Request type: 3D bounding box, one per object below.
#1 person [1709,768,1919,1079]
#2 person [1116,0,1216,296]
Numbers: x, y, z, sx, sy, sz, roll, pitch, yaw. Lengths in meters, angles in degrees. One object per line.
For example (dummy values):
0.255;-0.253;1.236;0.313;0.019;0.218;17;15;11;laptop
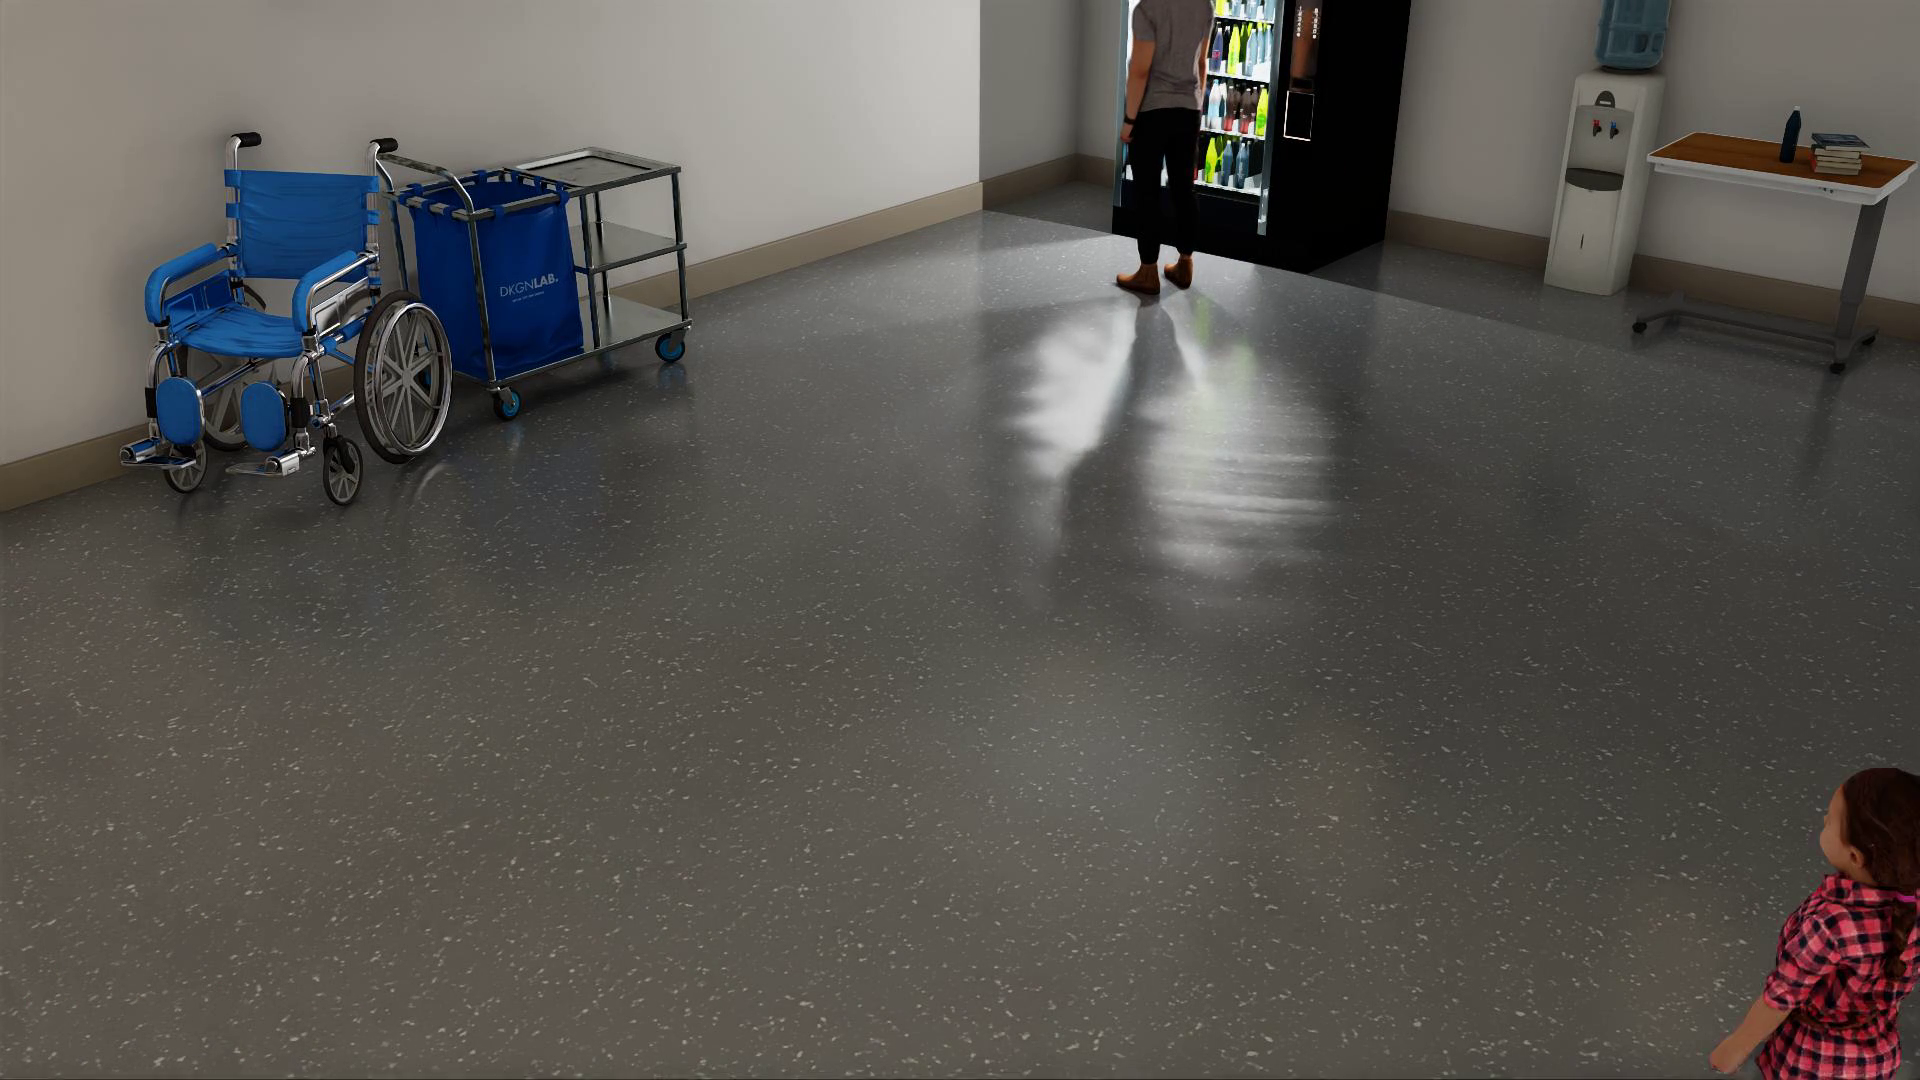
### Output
1.460;0.855;2.724;0.527;1.008;0.670;-17;30;-31;person
0.980;-2.043;7.909;0.676;1.724;0.657;-13;28;-24;person
